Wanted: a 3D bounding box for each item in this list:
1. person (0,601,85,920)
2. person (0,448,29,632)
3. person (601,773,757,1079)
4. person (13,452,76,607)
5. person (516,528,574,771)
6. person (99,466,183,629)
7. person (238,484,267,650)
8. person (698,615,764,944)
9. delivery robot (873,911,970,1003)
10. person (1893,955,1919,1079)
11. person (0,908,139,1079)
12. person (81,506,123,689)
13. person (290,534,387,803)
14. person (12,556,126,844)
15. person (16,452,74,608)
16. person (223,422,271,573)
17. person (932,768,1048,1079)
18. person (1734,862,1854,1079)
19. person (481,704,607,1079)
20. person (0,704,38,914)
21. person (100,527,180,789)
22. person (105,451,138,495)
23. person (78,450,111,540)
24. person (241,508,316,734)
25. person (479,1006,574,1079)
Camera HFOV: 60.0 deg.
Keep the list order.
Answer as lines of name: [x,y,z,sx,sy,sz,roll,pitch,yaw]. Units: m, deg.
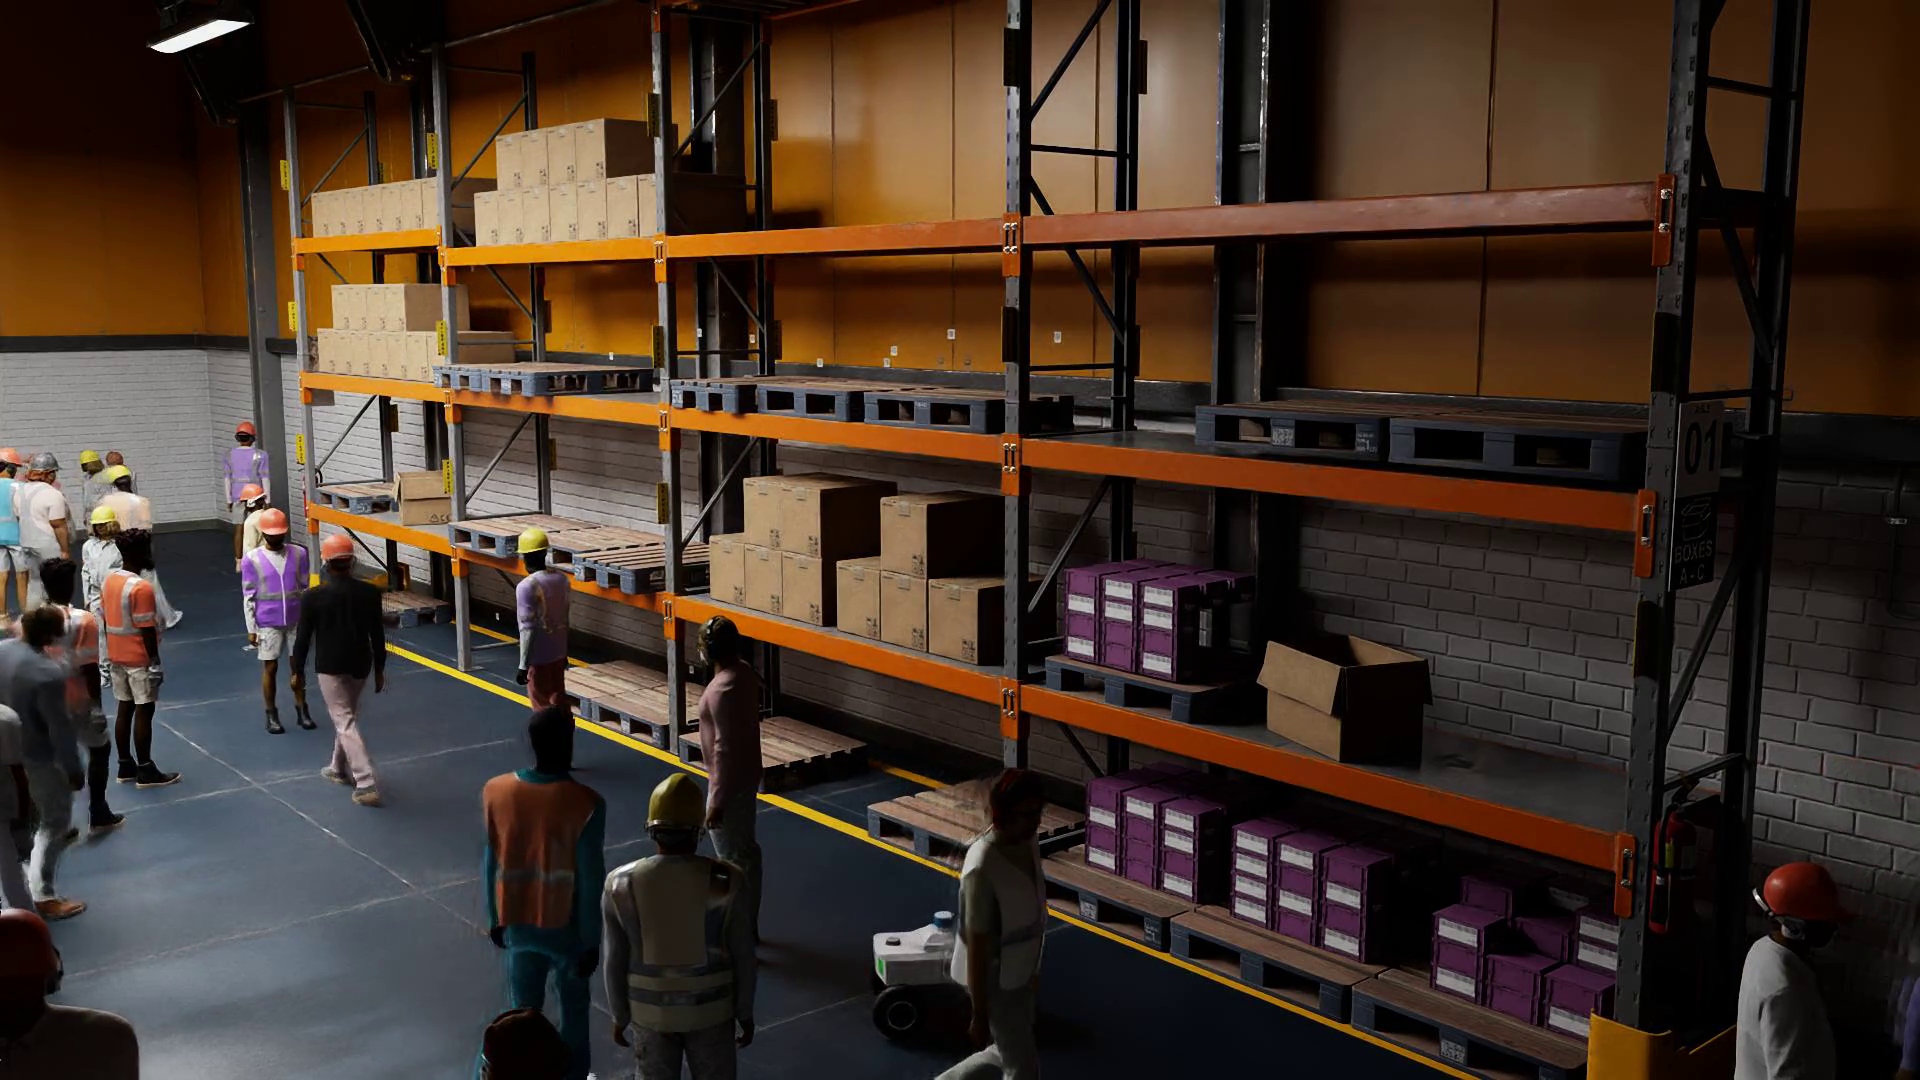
person: [-5.501,1.302,9.840,0.696,1.903,0.389,4,9,27]
person: [-10.466,0.002,18.360,0.605,2.034,0.391,1,8,5]
person: [-1.079,1.809,6.484,0.586,1.835,0.403,0,8,-2]
person: [-9.846,0.048,18.011,0.681,2.000,0.535,4,9,26]
person: [-3.199,0.869,12.708,0.381,1.923,0.591,3,9,21]
person: [-9.015,0.119,18.165,0.608,1.862,0.921,1,8,5]
person: [-7.366,0.279,17.465,0.354,1.737,0.574,0,8,1]
person: [-1.276,1.370,9.199,0.371,1.935,0.627,1,8,4]
delivery robot: [-0.079,2.122,8.407,0.707,0.478,0.477,-1,8,-5]
person: [3.755,1.800,6.012,0.753,1.973,1.036,-8,11,-42]
person: [-2.622,1.990,4.716,0.621,1.985,0.408,-4,9,-23]
person: [-7.959,0.548,15.568,0.487,1.744,0.294,-1,8,-5]
person: [-4.542,0.932,12.228,1.021,1.945,0.623,8,11,42]
person: [-5.986,1.071,11.226,0.649,1.938,0.739,1,8,6]
person: [-10.975,-0.127,19.831,0.936,1.870,0.651,3,9,20]
person: [-9.569,-0.574,22.380,0.604,2.034,0.418,0,8,-3]
person: [0.123,1.780,6.749,0.747,1.815,0.585,3,9,19]
person: [2.845,1.957,5.736,0.326,1.752,0.559,3,9,20]
person: [-1.844,1.677,7.252,0.605,1.889,0.740,2,8,11]
person: [-5.102,1.475,8.758,0.609,1.855,0.377,4,9,25]
person: [-6.192,0.877,12.504,0.611,1.964,0.364,6,10,36]
person: [-11.279,-0.370,22.302,0.309,1.641,0.513,8,11,43]
person: [-11.186,-0.303,21.534,0.490,1.730,0.324,3,9,22]
person: [-5.743,0.680,14.043,0.549,1.924,0.387,-7,10,-38]
person: [-1.238,2.144,4.850,0.267,1.632,0.507,-5,10,-32]
